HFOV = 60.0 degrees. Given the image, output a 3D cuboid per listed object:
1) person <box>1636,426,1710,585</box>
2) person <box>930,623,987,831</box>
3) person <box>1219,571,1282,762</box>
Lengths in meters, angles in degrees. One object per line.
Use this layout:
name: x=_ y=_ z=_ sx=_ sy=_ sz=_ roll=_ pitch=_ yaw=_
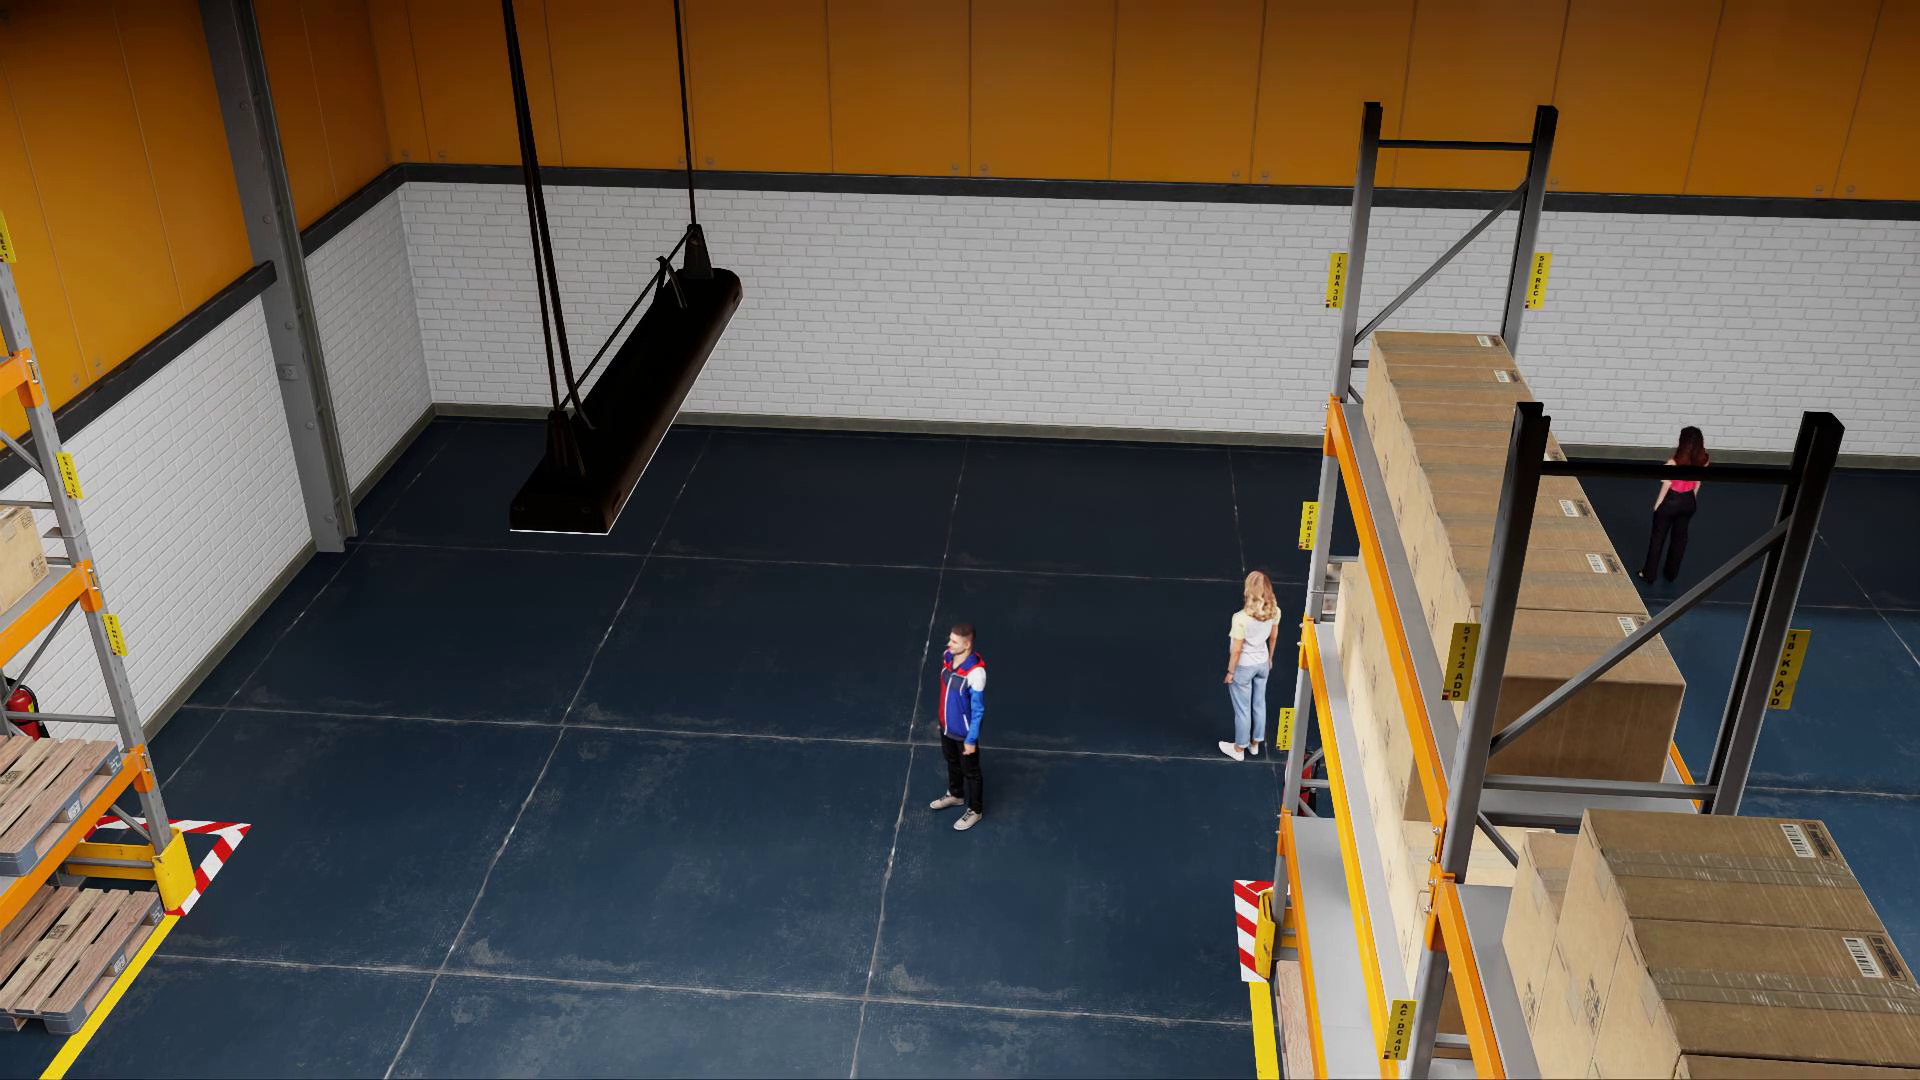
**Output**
person: x=6.902 y=-0.343 z=16.046 sx=0.644 sy=1.658 sz=0.623 roll=-4 pitch=29 yaw=-7
person: x=0.014 y=1.397 z=12.753 sx=0.780 sy=1.757 sz=0.695 roll=-18 pitch=33 yaw=-29
person: x=2.357 y=1.021 z=13.478 sx=0.713 sy=1.723 sz=0.740 roll=-16 pitch=33 yaw=-27
